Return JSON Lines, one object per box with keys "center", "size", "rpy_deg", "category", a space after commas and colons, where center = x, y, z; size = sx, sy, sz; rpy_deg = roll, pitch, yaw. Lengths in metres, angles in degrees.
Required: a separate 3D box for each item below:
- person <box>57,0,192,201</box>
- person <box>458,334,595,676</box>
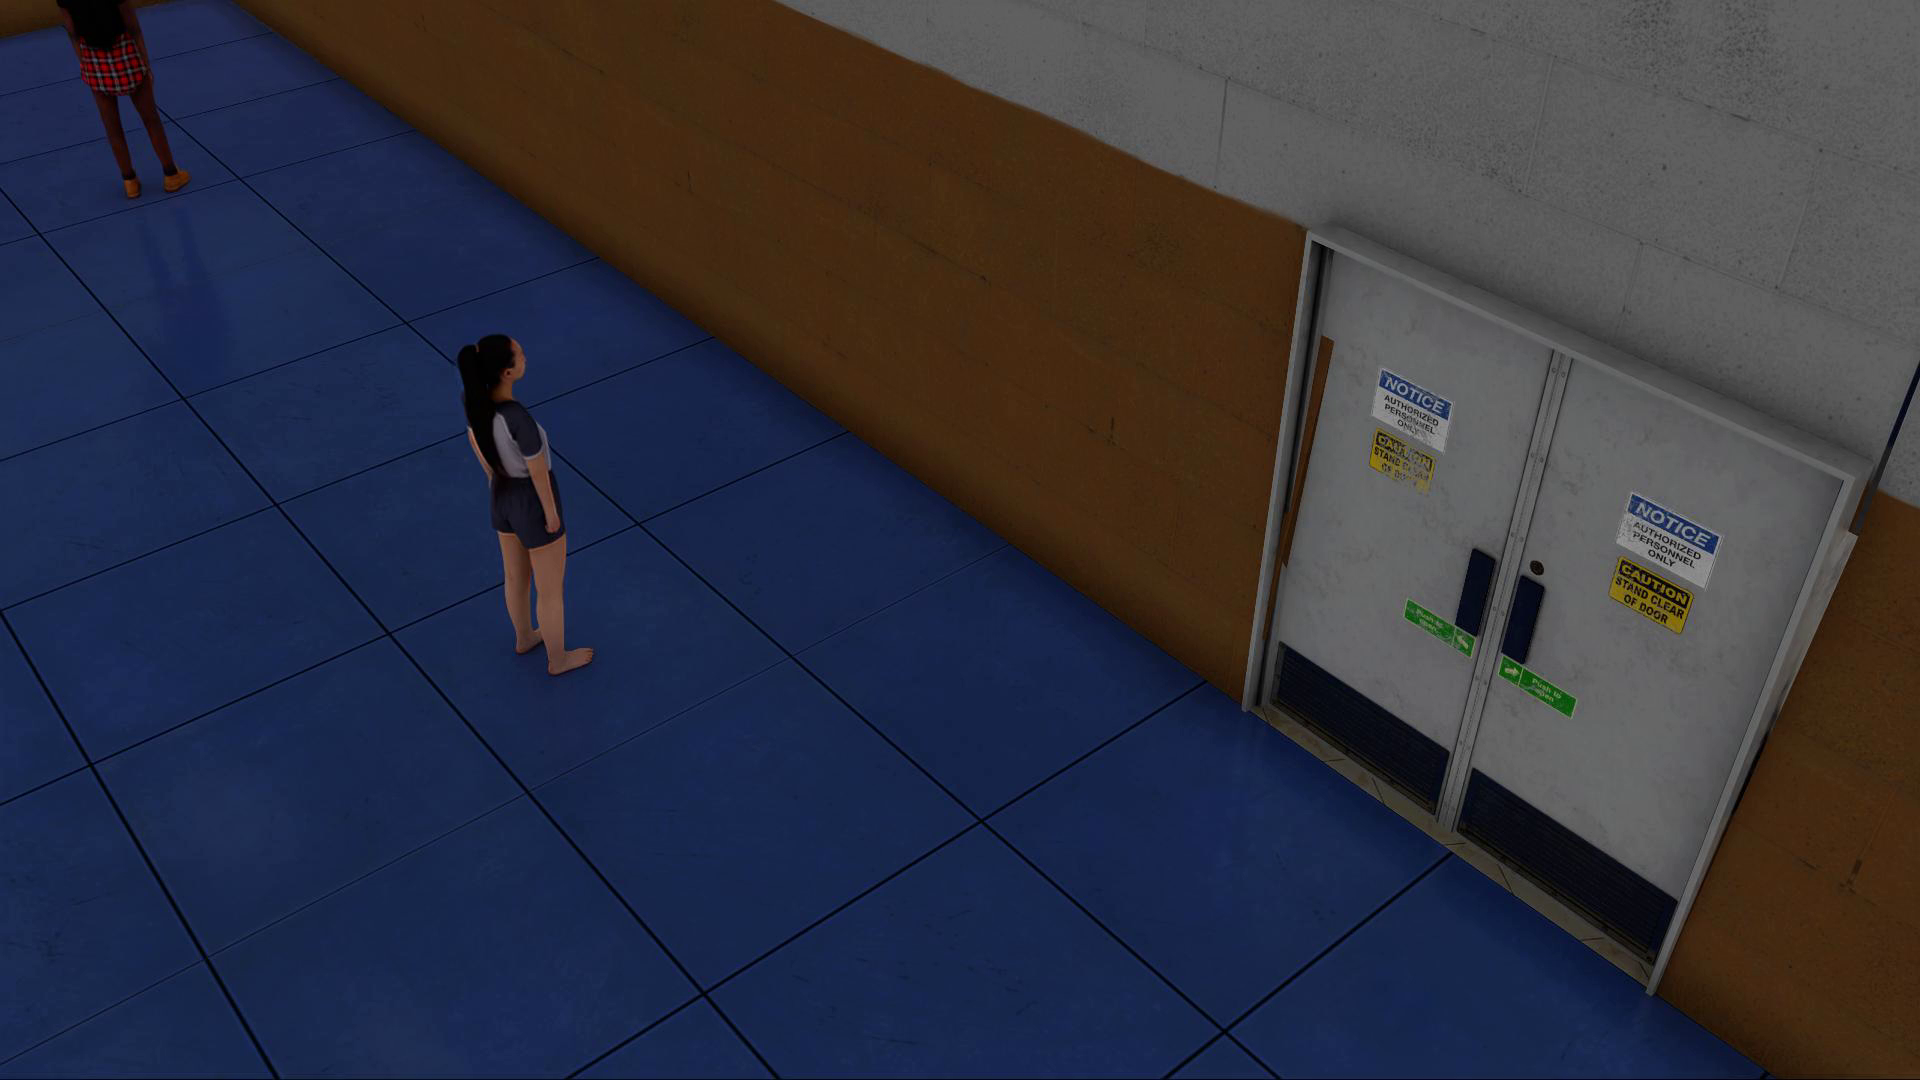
{"center": [-5.579, -3.115, 10.986], "size": [0.675, 1.726, 0.772], "rpy_deg": [-8, 38, -11], "category": "person"}
{"center": [-1.869, -0.142, 7.089], "size": [0.629, 1.649, 0.564], "rpy_deg": [27, 44, 31], "category": "person"}
